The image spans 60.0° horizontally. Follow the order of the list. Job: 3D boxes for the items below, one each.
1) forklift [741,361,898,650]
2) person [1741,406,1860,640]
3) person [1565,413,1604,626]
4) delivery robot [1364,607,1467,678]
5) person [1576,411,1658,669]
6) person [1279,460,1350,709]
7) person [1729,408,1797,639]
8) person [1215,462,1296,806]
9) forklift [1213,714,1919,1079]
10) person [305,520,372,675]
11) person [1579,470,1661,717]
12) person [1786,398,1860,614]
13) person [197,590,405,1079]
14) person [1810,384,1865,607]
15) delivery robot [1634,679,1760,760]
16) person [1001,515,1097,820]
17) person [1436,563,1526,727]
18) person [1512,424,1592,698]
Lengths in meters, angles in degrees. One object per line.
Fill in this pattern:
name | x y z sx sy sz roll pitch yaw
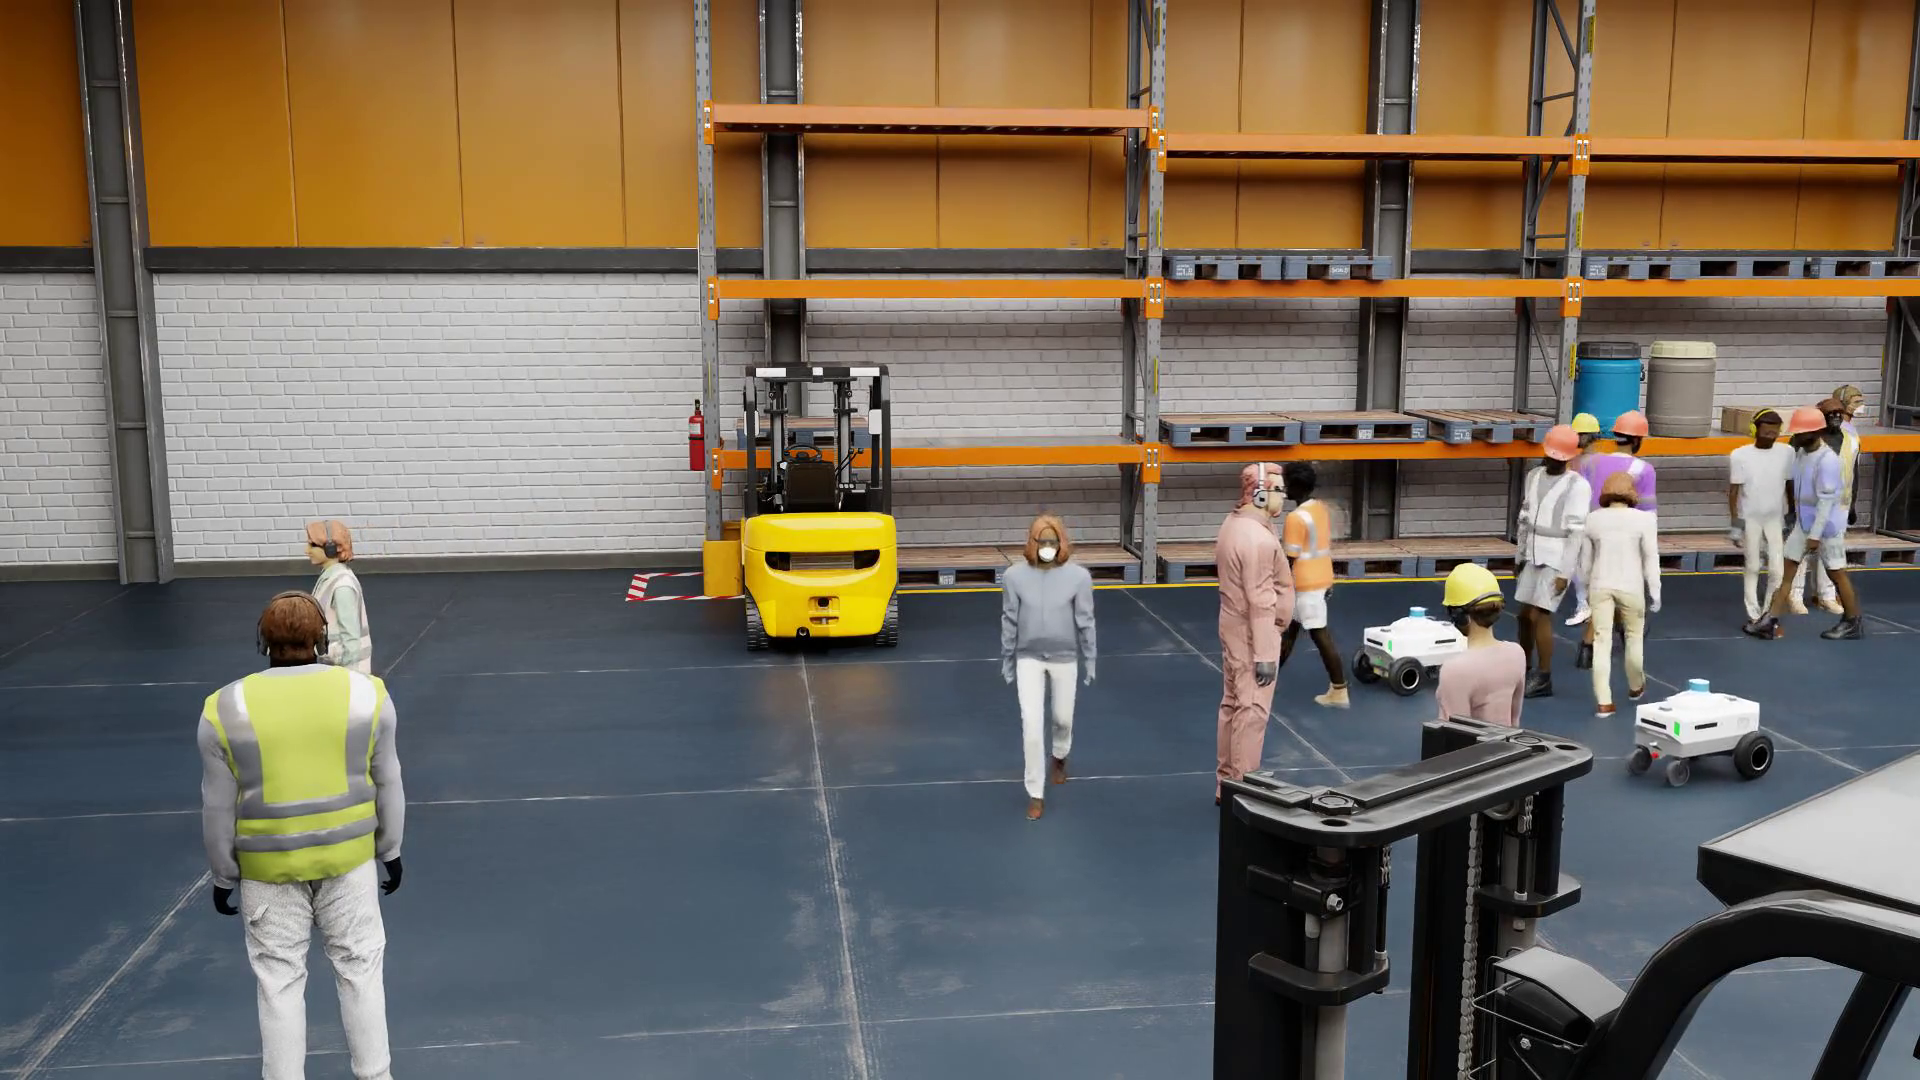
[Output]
forklift | -1.154 -0.340 13.365 1.214 2.155 2.313 -1 9 -7
person | 6.675 -0.116 13.000 0.984 1.871 0.542 -1 9 -8
person | 5.064 -0.159 13.588 0.493 1.749 0.554 -1 9 -7
delivery robot | 3.183 0.713 11.605 0.707 0.478 0.477 -4 10 -22
person | 4.915 -0.015 12.320 1.027 1.875 0.549 -6 11 -34
person | 2.232 0.289 11.088 0.879 1.649 0.548 5 11 30
person | 6.357 -0.130 13.164 0.554 1.833 0.525 2 9 11
person | 1.568 0.537 8.795 0.401 1.906 0.665 -1 9 -4
forklift | 1.441 1.425 2.350 1.214 2.155 2.313 -7 12 -39
person | -3.192 0.703 8.582 0.310 1.638 0.522 -5 11 -30
person | 4.385 0.336 11.017 0.558 1.582 0.818 6 11 32
person | 7.324 -0.284 14.118 0.625 1.844 0.429 -1 9 -5
person | -2.200 1.078 5.612 0.633 1.841 0.429 -5 10 -26
person | 7.578 -0.374 14.374 0.372 1.940 0.629 6 11 34
delivery robot | 4.230 1.042 9.546 0.707 0.478 0.477 -4 10 -25
person | 0.484 0.643 9.078 0.517 1.606 0.784 1 9 5
person | 2.013 0.967 6.563 0.523 1.762 0.328 -8 12 -40
person | 3.973 0.155 11.249 0.397 1.895 0.582 -3 10 -19
